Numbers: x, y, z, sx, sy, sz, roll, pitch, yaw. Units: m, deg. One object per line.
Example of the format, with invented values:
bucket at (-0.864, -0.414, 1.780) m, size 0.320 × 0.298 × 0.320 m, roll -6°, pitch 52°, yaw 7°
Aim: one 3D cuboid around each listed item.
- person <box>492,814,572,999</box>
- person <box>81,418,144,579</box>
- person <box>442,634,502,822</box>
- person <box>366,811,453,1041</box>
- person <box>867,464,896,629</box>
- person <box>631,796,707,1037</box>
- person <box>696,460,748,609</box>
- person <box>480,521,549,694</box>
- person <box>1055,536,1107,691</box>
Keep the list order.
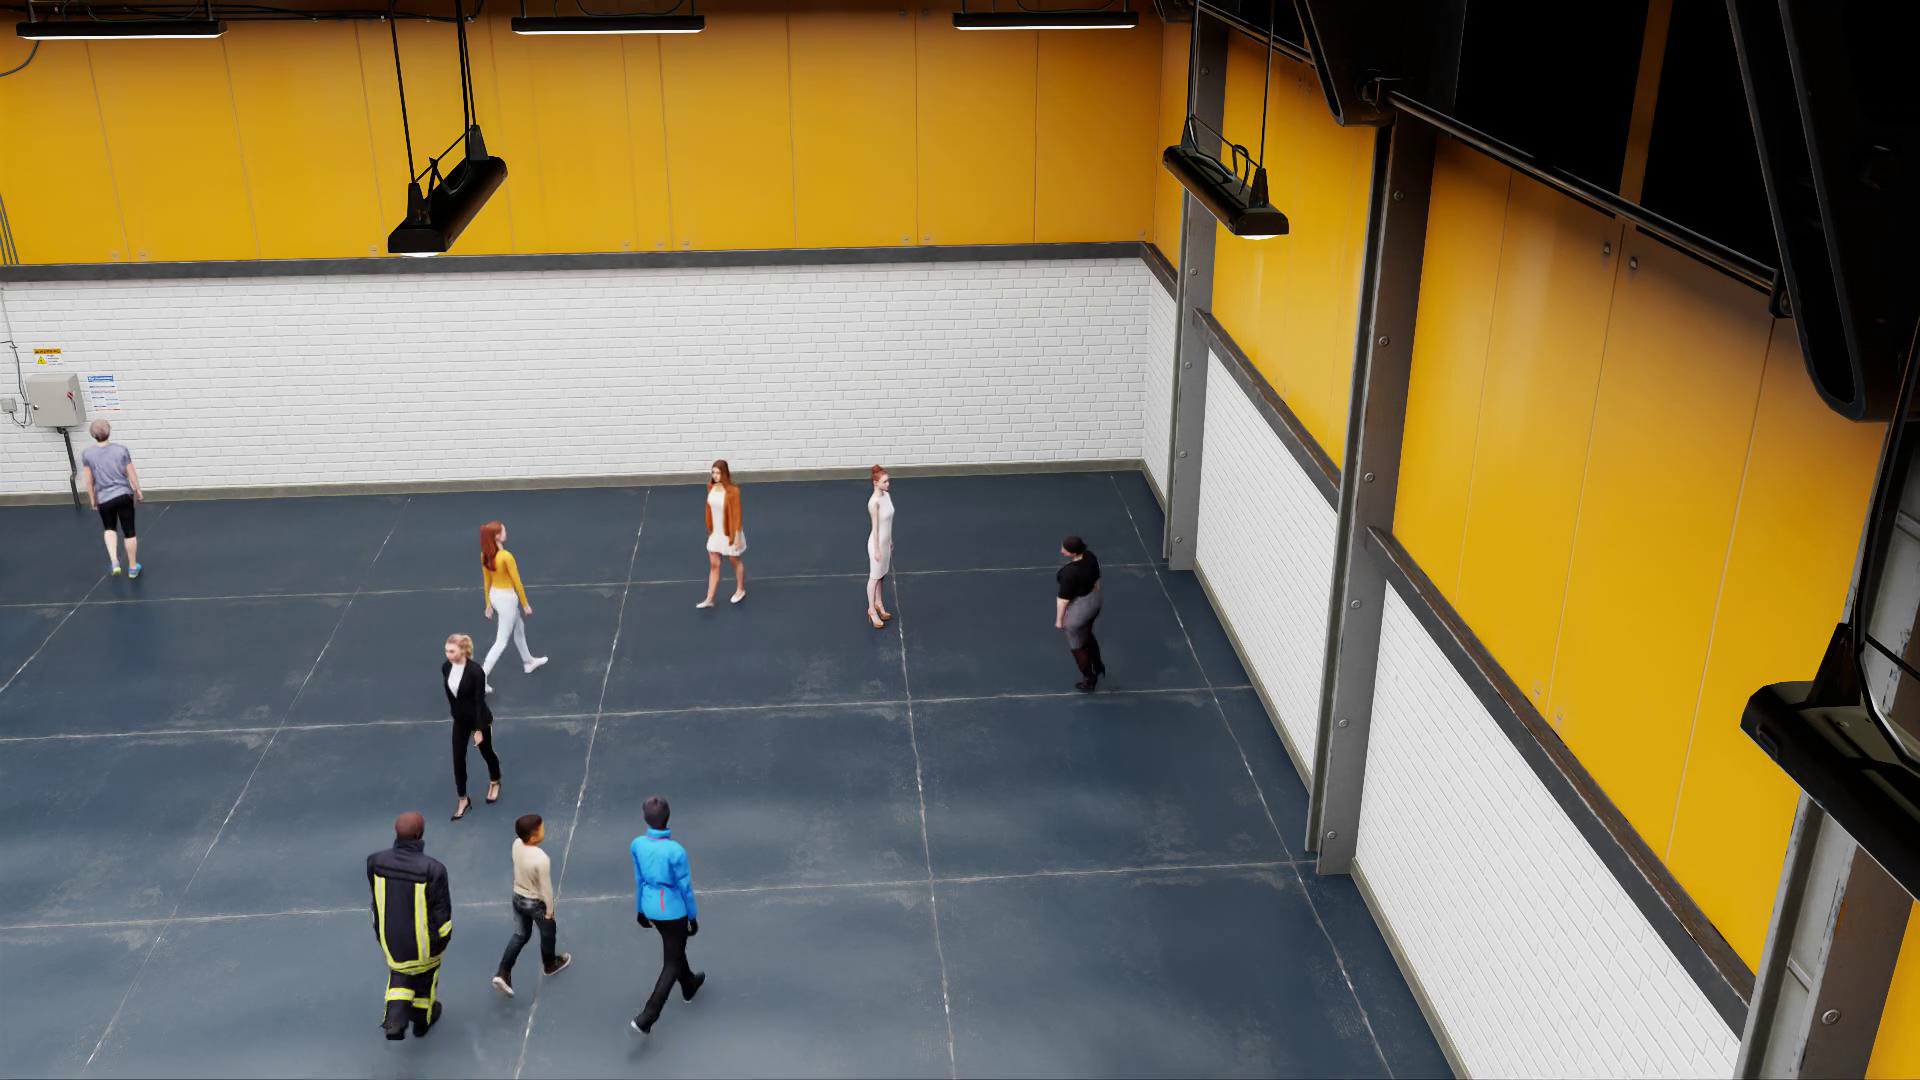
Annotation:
person at (-3.152, 2.644, 12.026) m, size 0.883 × 1.444 × 1.003 m, roll 13°, pitch 27°, yaw 28°
person at (-9.399, -0.422, 18.503) m, size 0.738 × 1.873 × 0.743 m, roll -8°, pitch 25°, yaw -17°
person at (-4.126, 1.533, 14.272) m, size 0.819 × 1.681 × 0.937 m, roll 7°, pitch 25°, yaw 16°
person at (-3.795, 2.714, 11.421) m, size 0.855 × 1.801 × 0.990 m, roll 1°, pitch 24°, yaw 3°
person at (-0.845, 0.058, 17.505) m, size 0.704 × 1.794 × 0.565 m, roll 8°, pitch 25°, yaw 18°
person at (-2.101, 2.658, 11.591) m, size 1.027 × 1.767 × 1.225 m, roll 12°, pitch 26°, yaw 26°
person at (-2.486, -0.102, 18.001) m, size 0.930 × 1.690 × 1.051 m, roll 13°, pitch 27°, yaw 27°
person at (-4.495, 0.680, 16.183) m, size 1.101 × 1.713 × 1.203 m, roll 17°, pitch 29°, yaw 34°
person at (1.211, 0.715, 16.112) m, size 0.824 × 1.705 × 0.909 m, roll -19°, pitch 30°, yaw -37°
